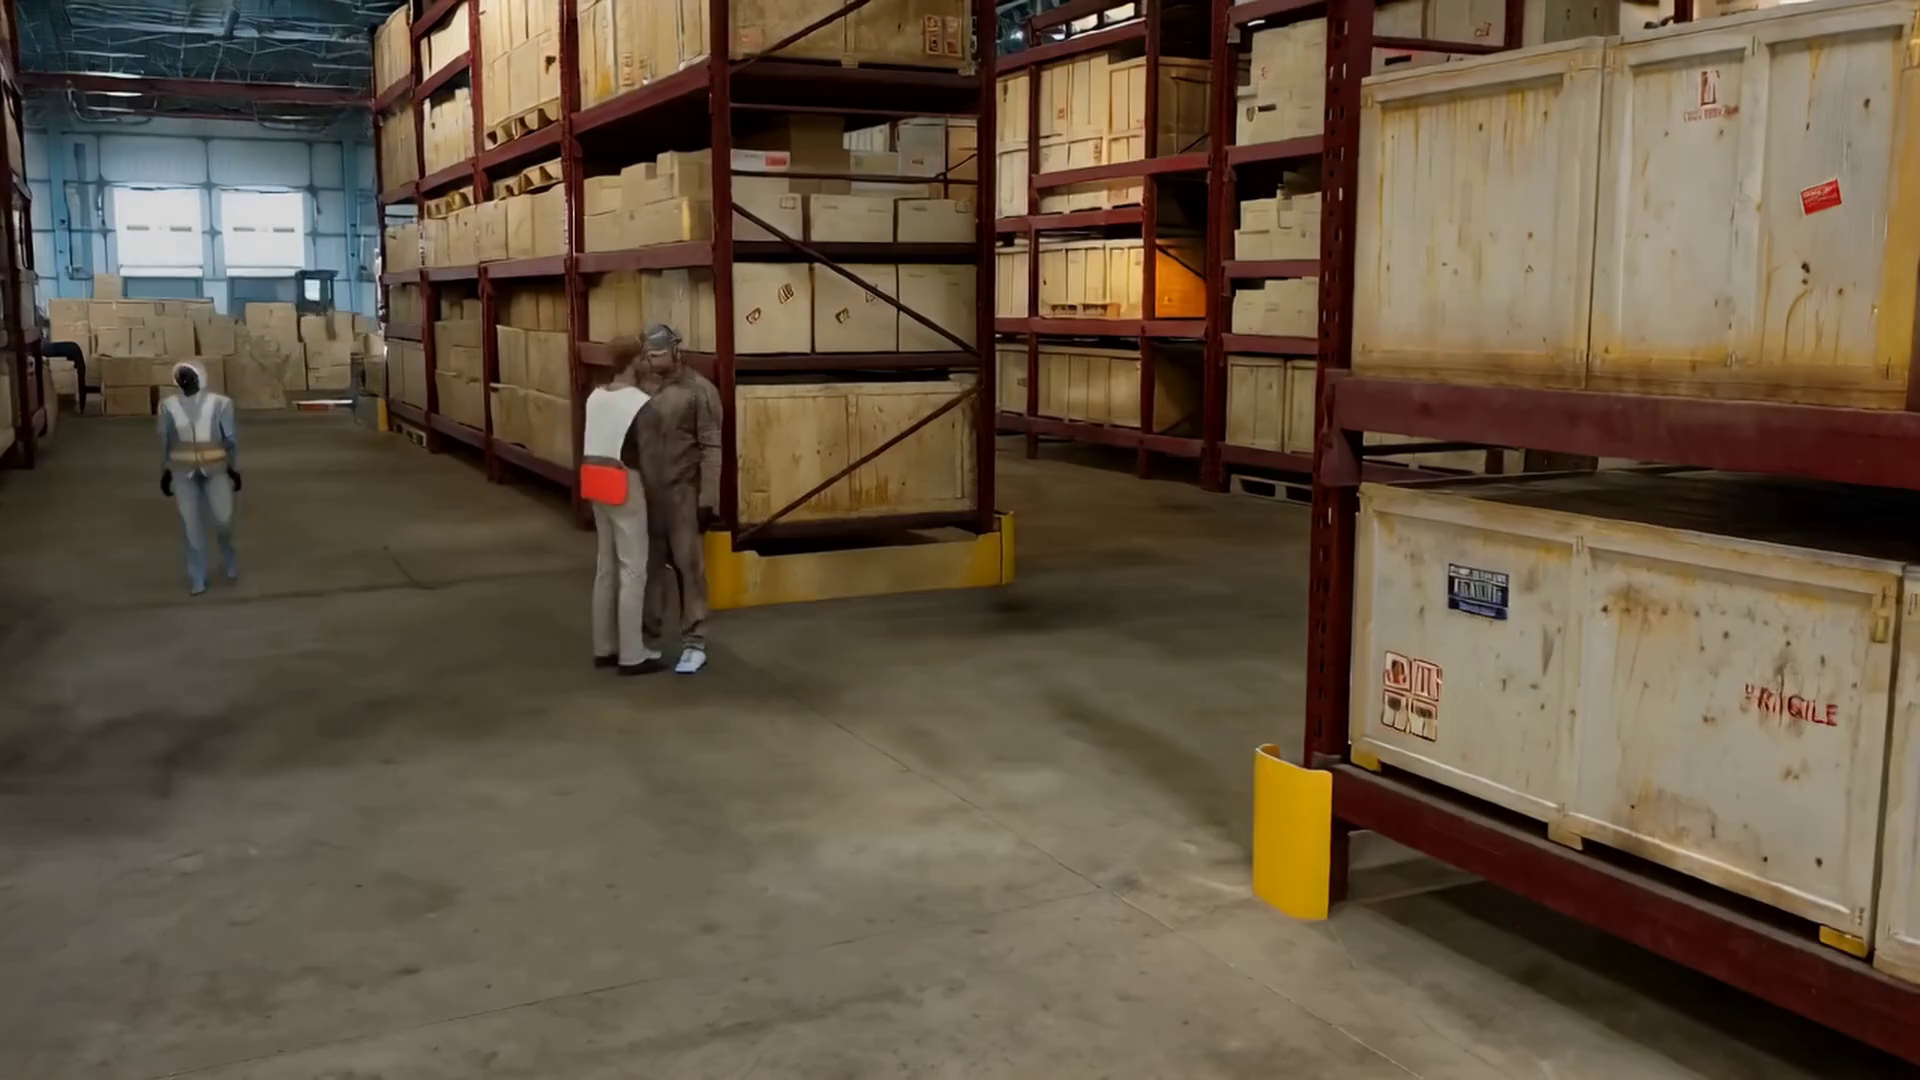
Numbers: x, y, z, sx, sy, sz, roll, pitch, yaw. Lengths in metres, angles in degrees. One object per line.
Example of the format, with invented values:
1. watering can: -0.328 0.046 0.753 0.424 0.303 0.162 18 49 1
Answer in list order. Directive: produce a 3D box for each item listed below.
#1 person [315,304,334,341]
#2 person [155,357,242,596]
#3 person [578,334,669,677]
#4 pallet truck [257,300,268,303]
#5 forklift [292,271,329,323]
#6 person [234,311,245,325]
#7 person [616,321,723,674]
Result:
1. person: -17.043 -5.331 44.317 1.009 1.890 0.626 4 9 27
2. person: -5.222 -0.445 11.425 0.537 1.625 0.467 -3 9 -17
3. person: -1.808 -0.182 8.947 0.594 1.832 0.417 8 11 43
4. pallet truck: -23.913 -7.404 58.171 1.885 1.965 0.823 -1 8 -9
5. forklift: -18.631 -6.347 47.856 1.873 2.768 1.129 8 12 44
6. person: -24.918 -7.085 57.345 0.534 1.592 0.864 -3 9 -21
7. person: -1.605 -0.228 9.021 0.638 1.903 0.408 3 9 22
